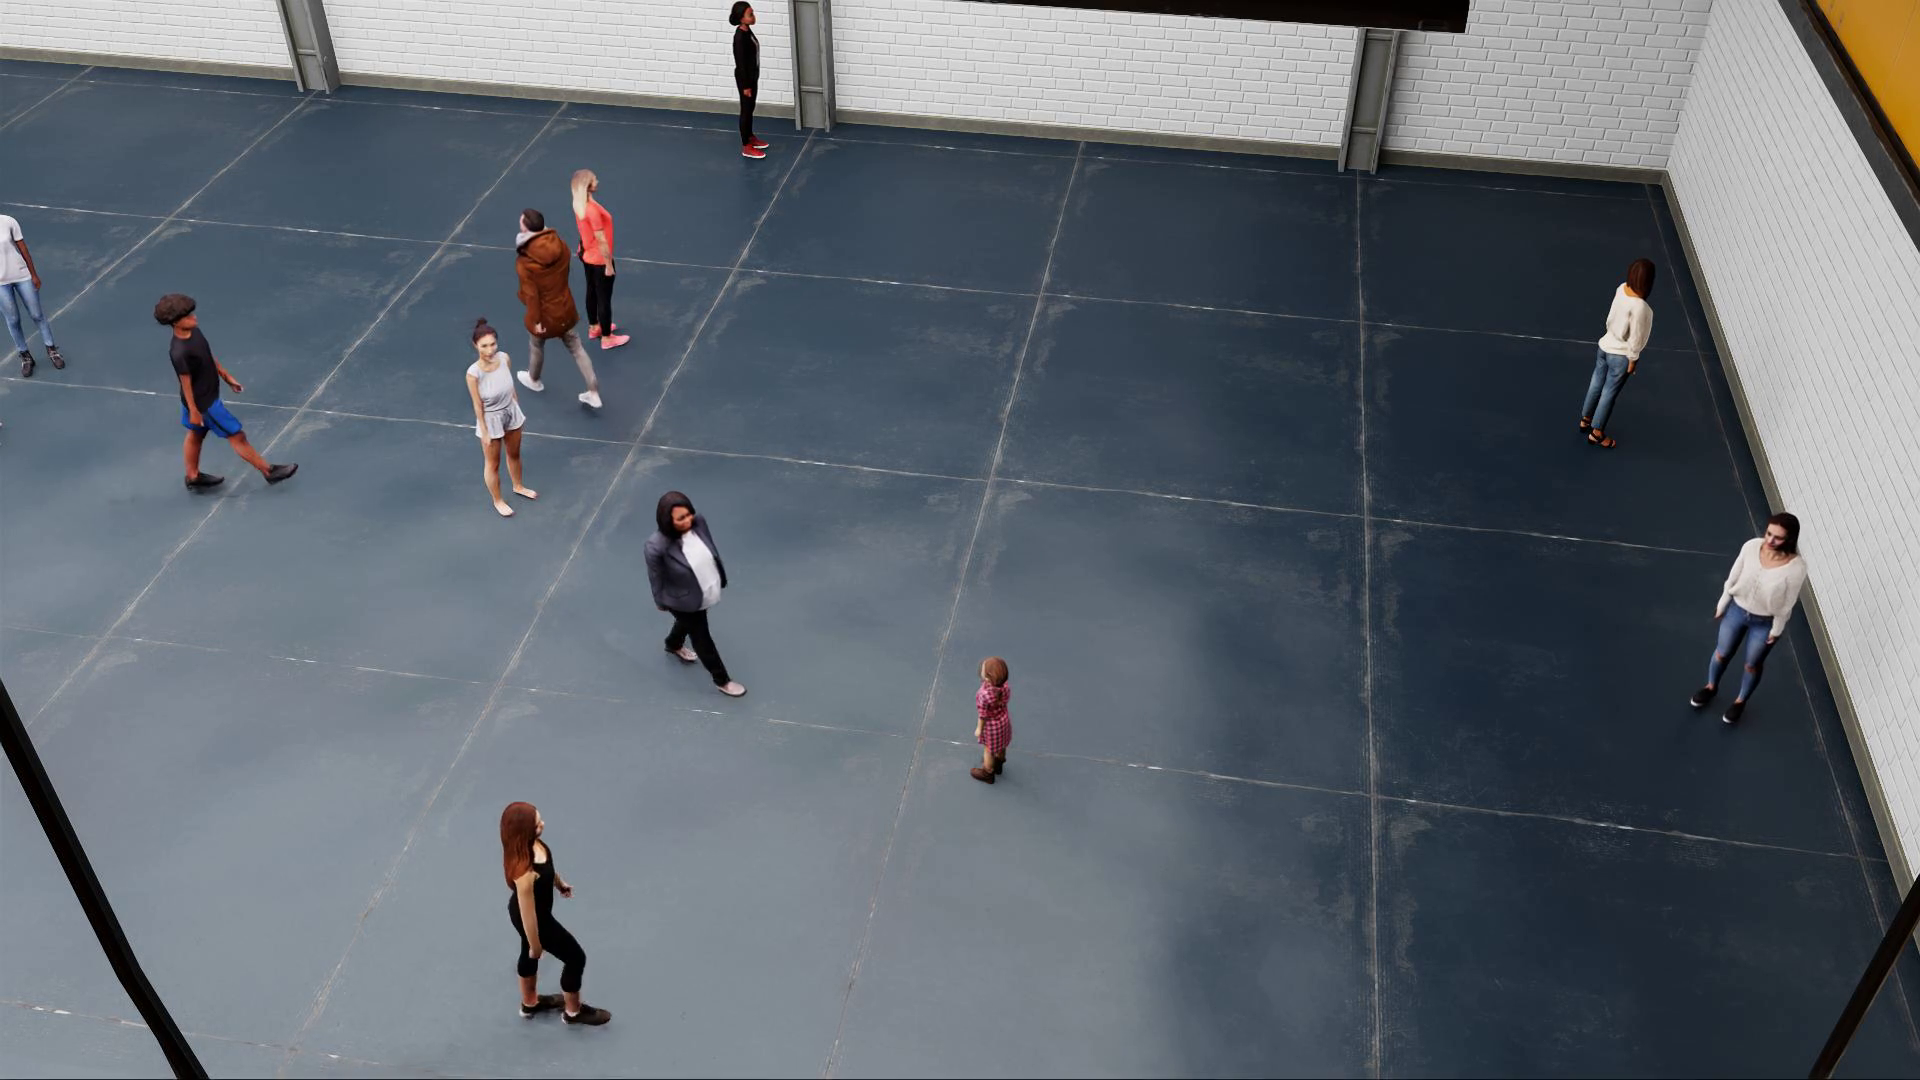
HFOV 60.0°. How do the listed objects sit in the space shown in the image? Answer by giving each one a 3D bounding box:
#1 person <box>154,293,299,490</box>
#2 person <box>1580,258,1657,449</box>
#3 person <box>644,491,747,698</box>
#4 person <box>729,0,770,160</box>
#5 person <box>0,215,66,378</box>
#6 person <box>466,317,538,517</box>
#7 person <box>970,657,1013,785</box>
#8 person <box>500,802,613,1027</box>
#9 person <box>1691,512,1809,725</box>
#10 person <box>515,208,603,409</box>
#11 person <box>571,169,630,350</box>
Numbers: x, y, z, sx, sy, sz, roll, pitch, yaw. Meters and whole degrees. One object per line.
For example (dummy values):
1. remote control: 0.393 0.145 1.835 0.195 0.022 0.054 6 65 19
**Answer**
1. person: -5.946 -1.094 12.868 1.203 1.743 0.883 -7 39 -9
2. person: 5.327 -1.532 13.466 0.614 1.682 0.668 -2 39 -3
3. person: -1.873 0.310 11.256 1.139 1.561 0.905 21 43 24
4. person: -2.269 -4.914 17.707 0.539 1.675 0.600 4 39 5
5. person: -8.163 -2.229 14.310 0.648 1.718 0.727 -19 42 -22
6. person: -3.553 -0.949 12.791 0.621 1.613 0.630 23 44 26
7. person: 0.209 1.146 10.642 0.541 1.022 0.498 28 46 30
8. person: -2.375 2.043 8.967 0.846 1.710 0.762 -13 40 -15
9. person: 5.227 0.495 10.925 0.776 1.686 0.696 -29 47 -31
10. person: -3.321 -1.869 13.801 1.264 1.791 1.054 26 45 29
11. person: -3.215 -2.482 14.647 0.723 1.692 0.665 -23 44 -26
